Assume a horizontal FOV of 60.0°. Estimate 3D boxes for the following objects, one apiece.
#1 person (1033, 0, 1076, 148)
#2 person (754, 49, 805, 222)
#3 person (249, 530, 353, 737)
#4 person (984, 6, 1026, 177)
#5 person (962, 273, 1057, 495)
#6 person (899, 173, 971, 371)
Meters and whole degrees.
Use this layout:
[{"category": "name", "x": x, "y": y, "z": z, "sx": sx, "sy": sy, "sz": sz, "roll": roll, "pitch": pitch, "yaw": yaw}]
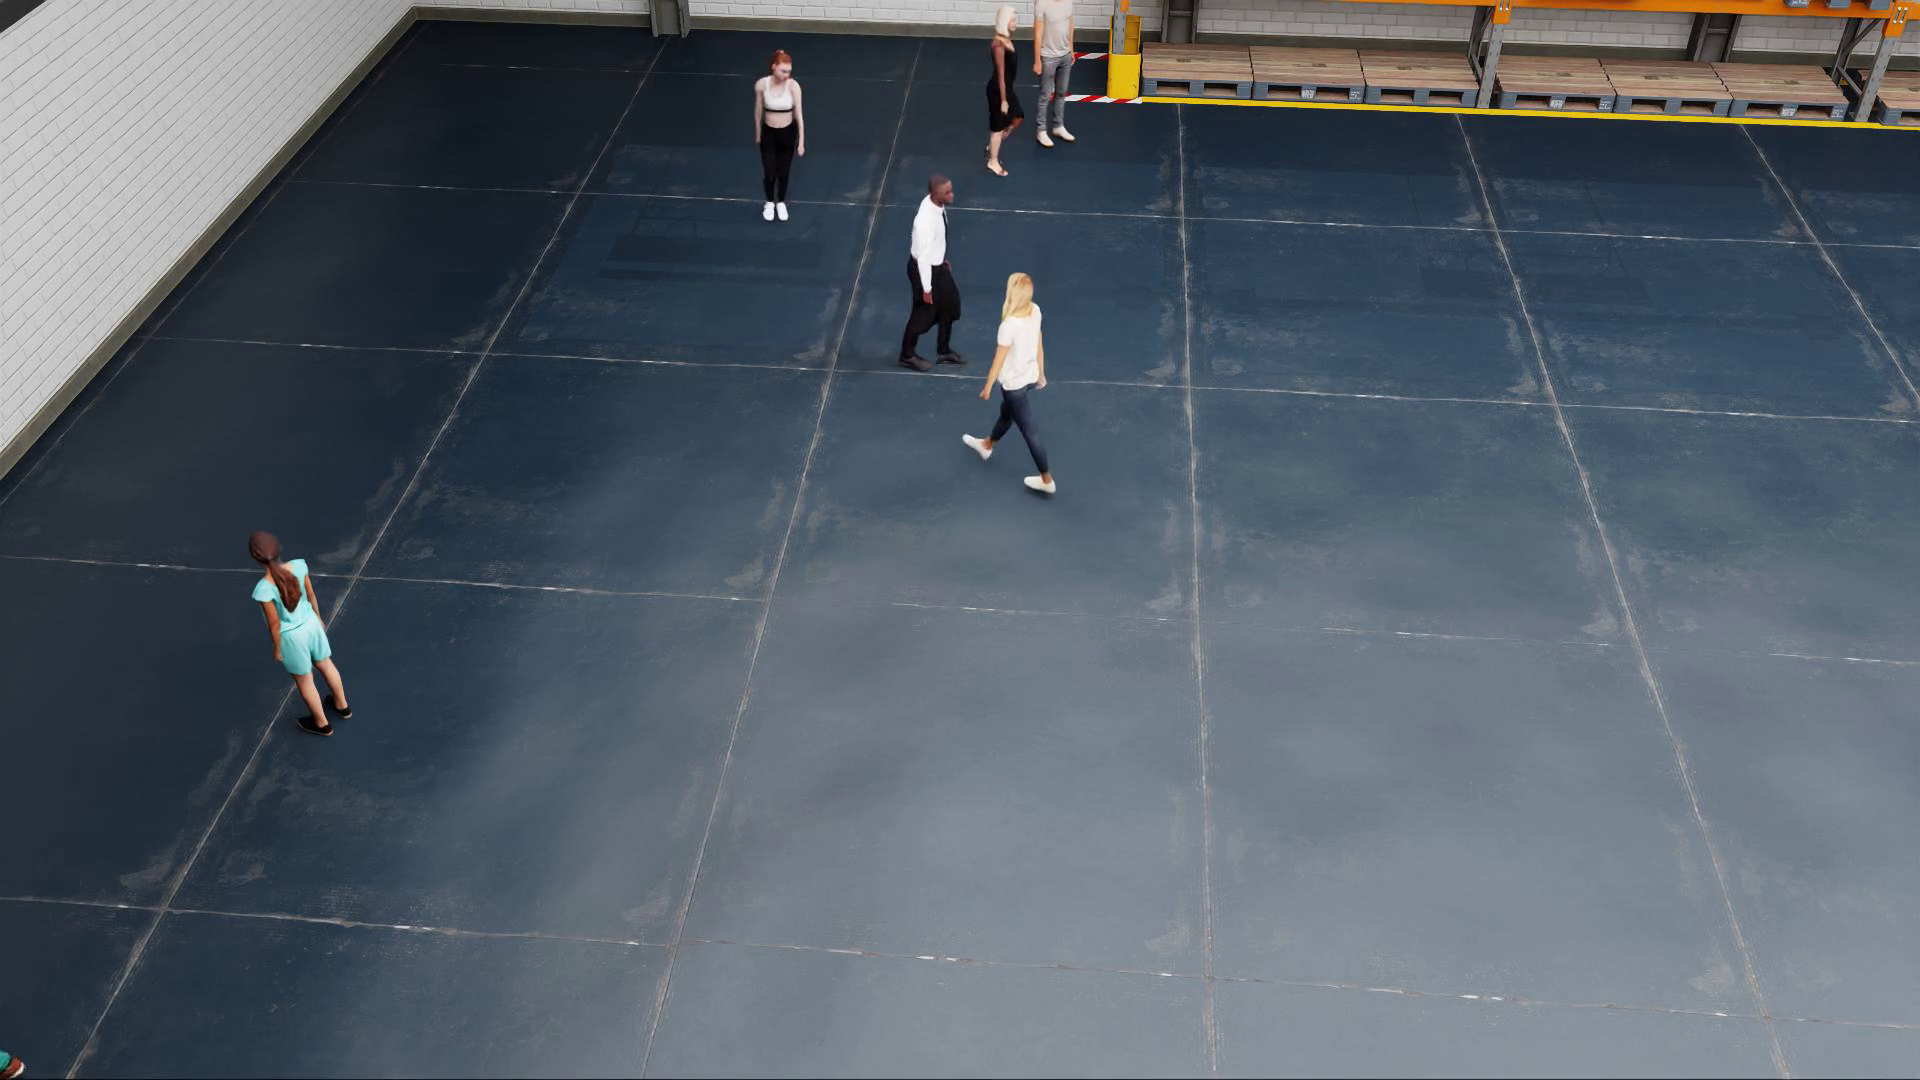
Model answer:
[{"category": "person", "x": 0.949, "y": -4.957, "z": 16.945, "sx": 0.745, "sy": 1.887, "sz": 0.809, "roll": -27, "pitch": 46, "yaw": -29}, {"category": "person", "x": -1.725, "y": -3.793, "z": 15.626, "sx": 0.631, "sy": 1.715, "sz": 0.727, "roll": 4, "pitch": 39, "yaw": 5}, {"category": "person", "x": -4.104, "y": 0.566, "z": 10.294, "sx": 0.644, "sy": 1.557, "sz": 0.626, "roll": 20, "pitch": 43, "yaw": 23}, {"category": "person", "x": 0.329, "y": -4.413, "z": 16.387, "sx": 0.714, "sy": 1.733, "sz": 0.675, "roll": 13, "pitch": 40, "yaw": 16}, {"category": "person", "x": 0.509, "y": -1.099, "z": 12.217, "sx": 1.222, "sy": 1.759, "sz": 1.009, "roll": 24, "pitch": 45, "yaw": 27}, {"category": "person", "x": -0.346, "y": -2.175, "z": 13.527, "sx": 0.859, "sy": 1.805, "sz": 0.725, "roll": 6, "pitch": 39, "yaw": 7}]
